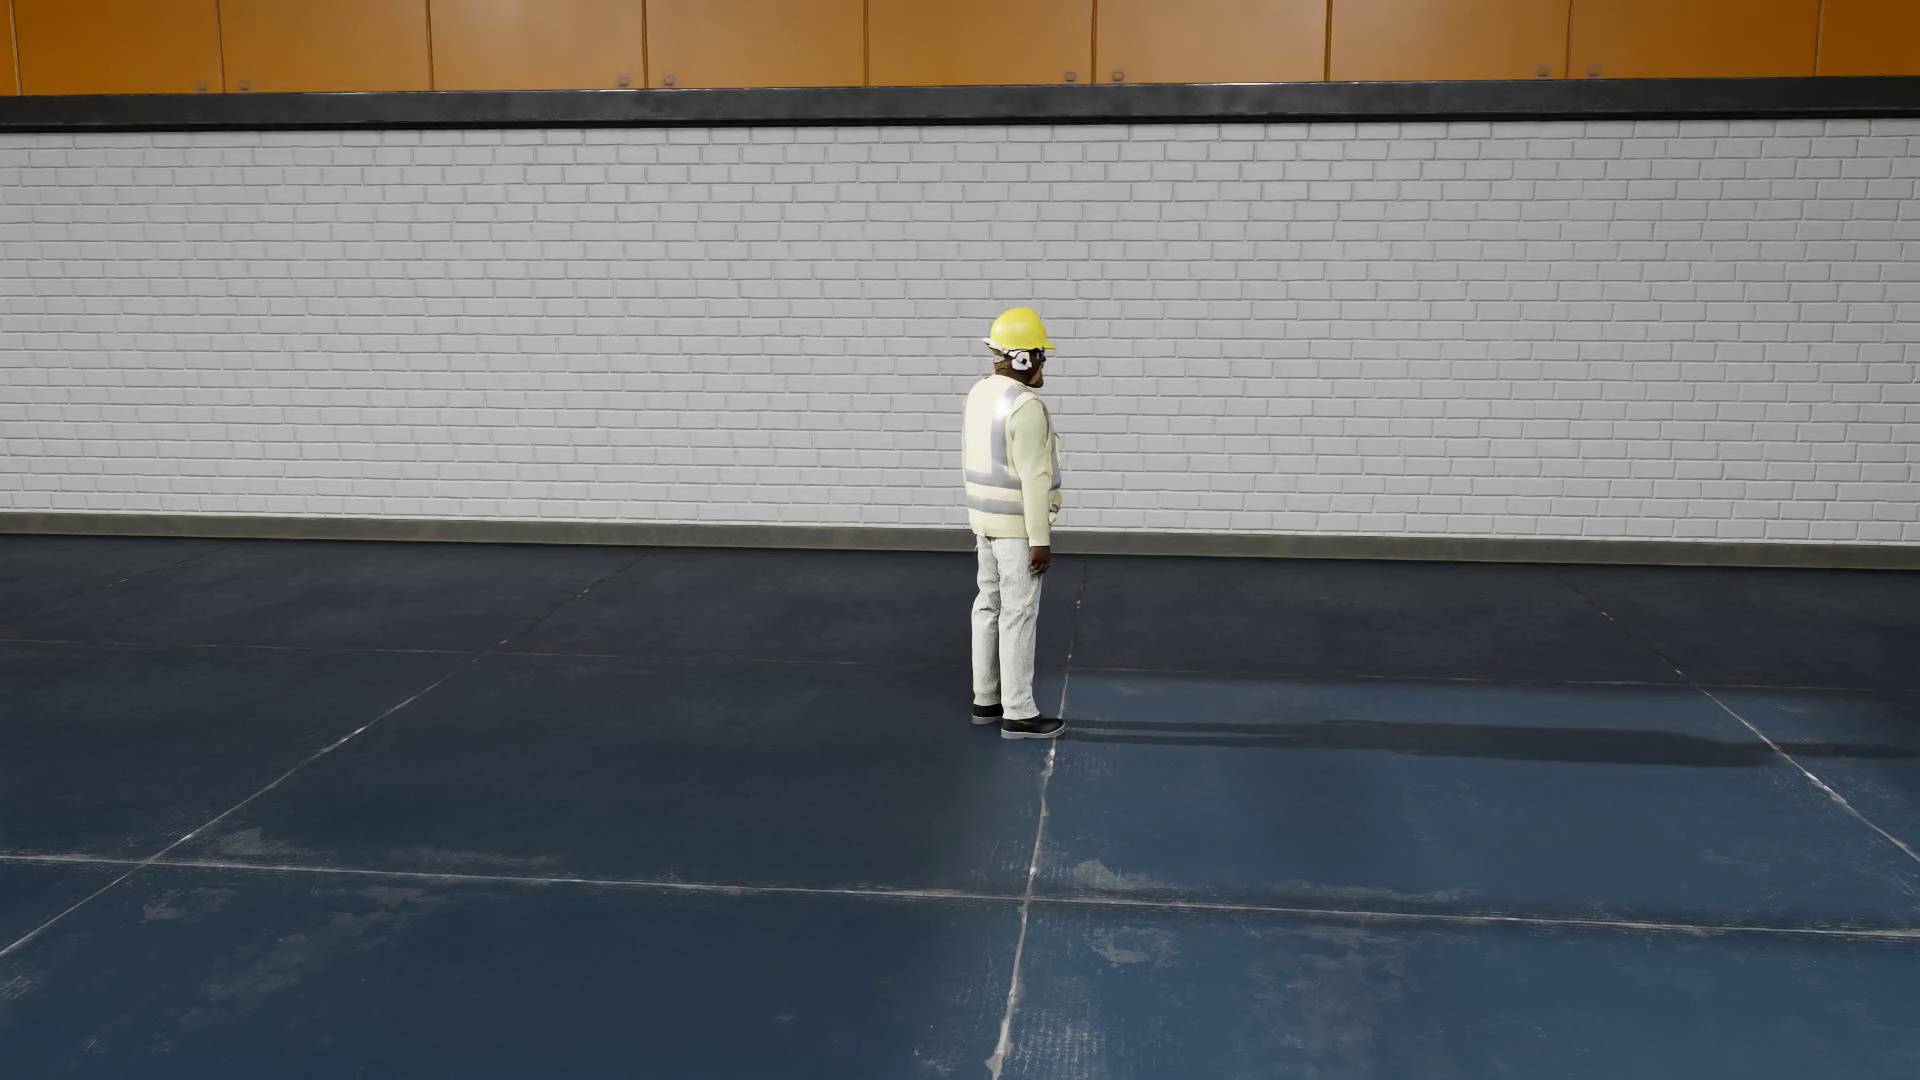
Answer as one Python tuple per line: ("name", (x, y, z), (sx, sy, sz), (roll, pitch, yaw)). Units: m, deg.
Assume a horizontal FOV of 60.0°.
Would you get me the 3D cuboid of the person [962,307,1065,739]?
("person", (0.235, -0.072, 7.121), (0.404, 1.830, 0.601), (-5, 11, -26))
